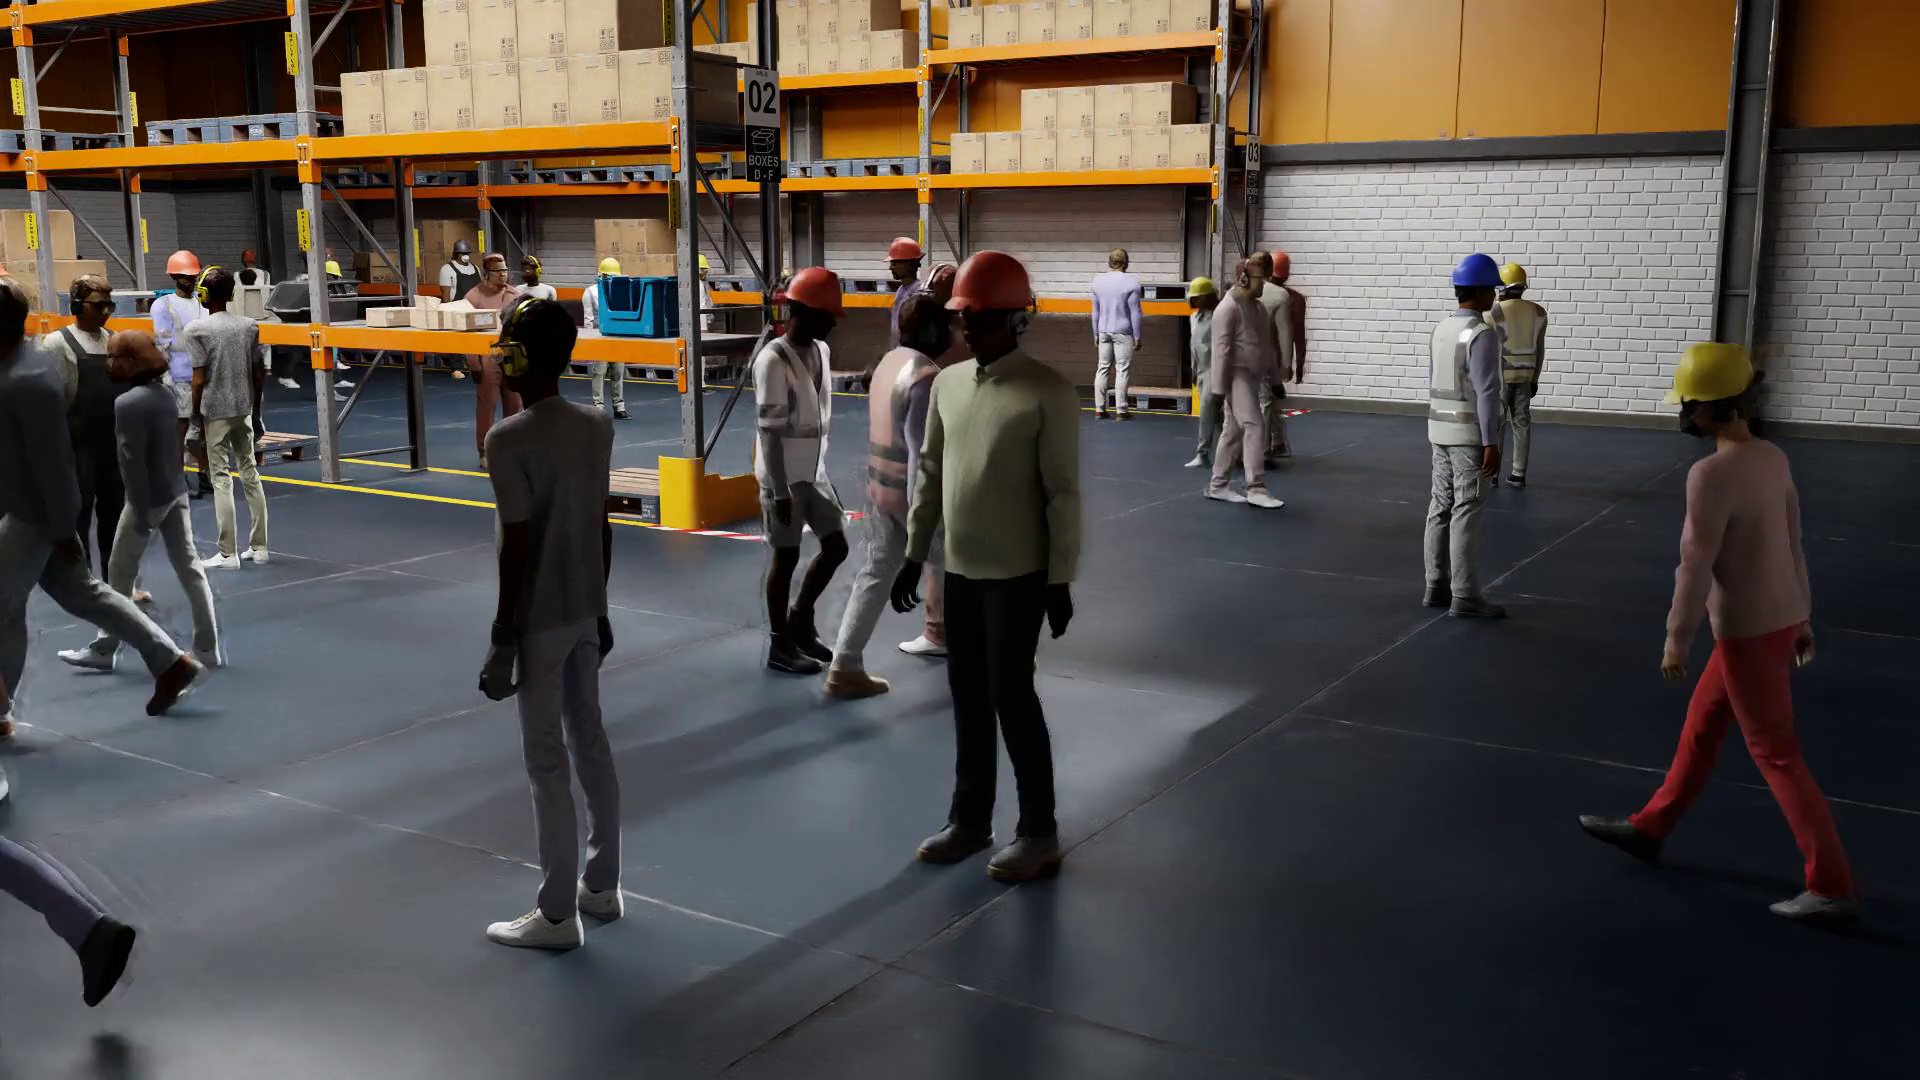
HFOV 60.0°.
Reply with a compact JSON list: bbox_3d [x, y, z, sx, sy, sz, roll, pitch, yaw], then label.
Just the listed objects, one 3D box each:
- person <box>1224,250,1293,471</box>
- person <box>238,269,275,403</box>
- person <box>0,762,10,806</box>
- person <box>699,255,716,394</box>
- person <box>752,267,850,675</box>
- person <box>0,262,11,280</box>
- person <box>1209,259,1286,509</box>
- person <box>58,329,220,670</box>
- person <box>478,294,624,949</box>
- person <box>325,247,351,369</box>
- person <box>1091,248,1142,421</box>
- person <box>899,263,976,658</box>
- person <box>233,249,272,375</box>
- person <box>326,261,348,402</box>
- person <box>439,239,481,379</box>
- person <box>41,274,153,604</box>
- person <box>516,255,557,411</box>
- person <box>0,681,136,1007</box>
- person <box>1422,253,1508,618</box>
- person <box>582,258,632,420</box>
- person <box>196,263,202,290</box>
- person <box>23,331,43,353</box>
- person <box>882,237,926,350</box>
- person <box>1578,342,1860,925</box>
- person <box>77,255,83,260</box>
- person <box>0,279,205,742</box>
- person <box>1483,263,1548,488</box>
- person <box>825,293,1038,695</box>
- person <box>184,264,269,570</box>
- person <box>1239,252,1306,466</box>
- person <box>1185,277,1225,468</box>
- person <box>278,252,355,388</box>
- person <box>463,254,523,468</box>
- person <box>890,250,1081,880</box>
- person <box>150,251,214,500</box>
[{"bbox_3d":[2.616,-1.574,14.640,0.640,1.937,0.364,8,13,36],"label":"person"},{"bbox_3d":[-8.906,-2.560,20.849,0.561,1.643,0.834,-9,14,-41],"label":"person"},{"bbox_3d":[-3.538,0.120,5.447,0.595,1.871,0.984,0,10,1],"label":"person"},{"bbox_3d":[-3.447,-2.836,21.930,0.404,1.827,0.600,-5,11,-27],"label":"person"},{"bbox_3d":[-0.730,-0.294,7.644,0.508,1.894,0.574,6,12,30],"label":"person"},{"bbox_3d":[-6.771,-1.043,11.682,0.354,1.942,0.545,1,10,6],"label":"person"},{"bbox_3d":[2.240,-1.181,12.640,0.824,1.879,0.662,6,12,30],"label":"person"},{"bbox_3d":[-3.884,-0.175,7.787,0.780,1.600,0.530,0,10,1],"label":"person"},{"bbox_3d":[-1.183,0.241,4.773,0.326,1.872,0.518,4,11,23],"label":"person"},{"bbox_3d":[-9.880,-3.639,26.154,0.411,1.913,0.643,-7,12,-35],"label":"person"},{"bbox_3d":[1.760,-2.303,18.698,0.628,1.932,0.361,7,13,35],"label":"person"},{"bbox_3d":[-0.078,-0.385,8.131,0.403,1.911,0.637,10,14,42],"label":"person"},{"bbox_3d":[-10.554,-3.388,24.841,0.356,1.885,0.574,7,13,36],"label":"person"},{"bbox_3d":[-7.899,-2.618,20.922,0.327,1.760,0.523,-2,10,-13],"label":"person"},{"bbox_3d":[-7.257,-3.397,24.454,0.537,2.000,0.689,7,13,36],"label":"person"},{"bbox_3d":[-4.718,-0.526,9.098,0.351,1.842,0.507,4,11,20],"label":"person"},{"bbox_3d":[-4.450,-2.034,17.395,0.519,1.865,0.326,2,10,12],"label":"person"},{"bbox_3d":[-2.430,0.435,4.026,0.549,1.740,0.551,-1,10,-3],"label":"person"},{"bbox_3d":[2.728,-0.558,8.977,0.381,1.950,0.605,-2,10,-12],"label":"person"},{"bbox_3d":[-3.913,-2.233,18.597,0.588,1.827,0.403,-10,14,-43],"label":"person"},{"bbox_3d":[-13.842,-4.242,30.254,0.280,1.636,0.500,8,13,39],"label":"person"},{"bbox_3d":[-12.267,-2.706,21.689,0.860,1.657,0.552,0,10,-1],"label":"person"},{"bbox_3d":[-0.422,-1.400,13.385,0.393,2.041,0.614,-4,11,-20],"label":"person"},{"bbox_3d":[2.357,0.268,5.042,0.552,1.712,0.927,-10,14,-44],"label":"person"},{"bbox_3d":[-14.715,-3.846,27.644,0.632,1.805,0.915,5,12,27],"label":"person"},{"bbox_3d":[-3.655,-0.118,6.734,0.997,1.889,0.688,-7,12,-34],"label":"person"},{"bbox_3d":[4.482,-1.340,13.621,0.590,1.837,0.404,-2,11,-13],"label":"person"},{"bbox_3d":[-0.162,-0.184,7.355,0.971,1.798,0.633,-4,11,-23],"label":"person"},{"bbox_3d":[-4.531,-0.751,10.254,0.328,1.876,0.514,6,12,29],"label":"person"},{"bbox_3d":[2.787,-1.637,15.095,0.683,1.916,1.054,8,13,36],"label":"person"},{"bbox_3d":[2.330,-1.509,14.937,0.728,1.706,0.500,-5,11,-25],"label":"person"},{"bbox_3d":[-8.920,-3.016,22.807,0.974,1.881,0.604,-2,10,-10],"label":"person"},{"bbox_3d":[-4.096,-1.585,14.828,0.395,1.900,0.644,8,13,39],"label":"person"},{"bbox_3d":[0.099,0.074,5.359,0.414,1.991,0.637,-9,14,-42],"label":"person"},{"bbox_3d":[-6.027,-1.289,13.062,0.358,1.938,0.548,4,11,23],"label":"person"}]
